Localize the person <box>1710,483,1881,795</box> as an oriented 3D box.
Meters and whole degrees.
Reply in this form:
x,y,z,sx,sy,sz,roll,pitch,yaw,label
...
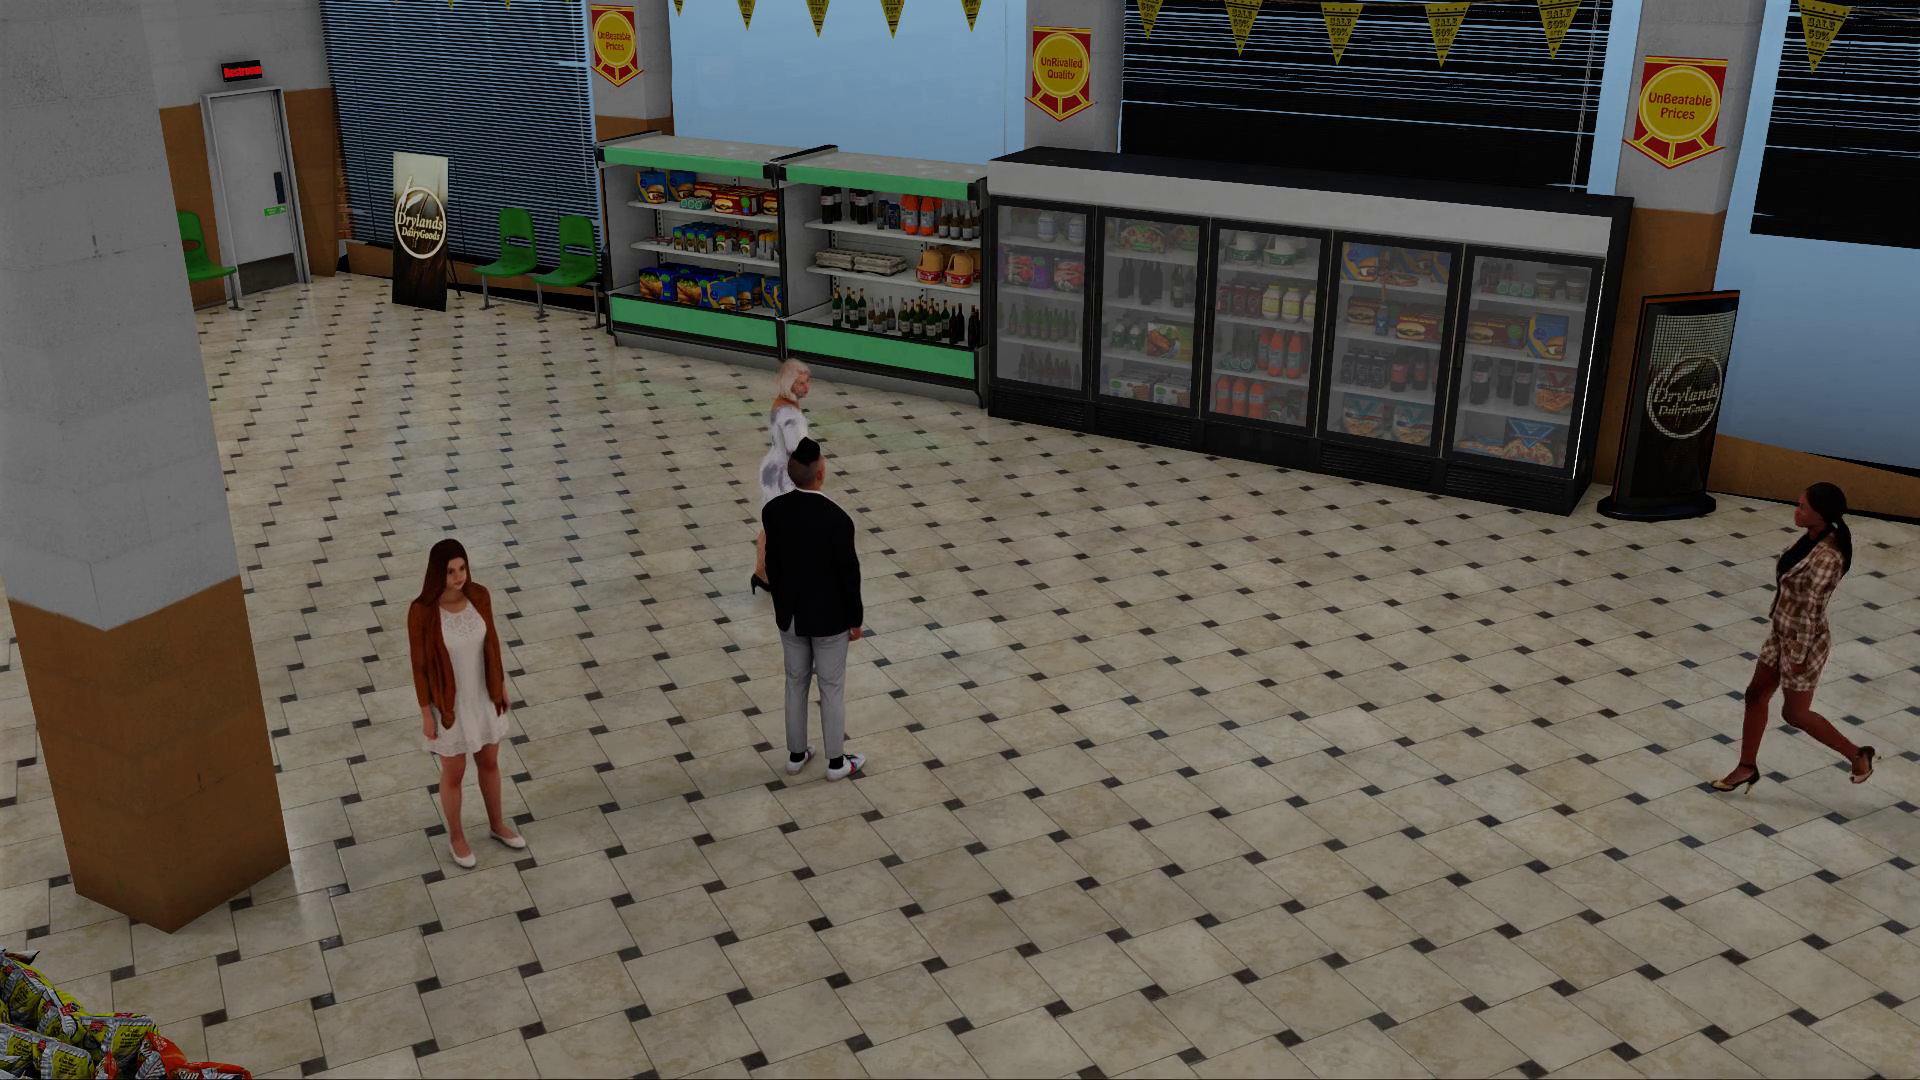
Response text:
x,y,z,sx,sy,sz,roll,pitch,yaw,label
4.388,0.568,8.526,1.083,1.768,0.768,5,22,12,person

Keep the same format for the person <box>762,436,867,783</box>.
x,y,z,sx,sy,sz,roll,pitch,yaw,label
-0.781,0.358,8.804,0.565,1.950,0.784,9,24,22,person

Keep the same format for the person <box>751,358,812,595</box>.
x,y,z,sx,sy,sz,roll,pitch,yaw,label
-1.201,-0.365,10.926,0.853,1.711,0.792,-9,24,-22,person

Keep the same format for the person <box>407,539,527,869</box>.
x,y,z,sx,sy,sz,roll,pitch,yaw,label
-2.435,0.769,8.099,0.640,1.714,0.670,20,29,41,person
